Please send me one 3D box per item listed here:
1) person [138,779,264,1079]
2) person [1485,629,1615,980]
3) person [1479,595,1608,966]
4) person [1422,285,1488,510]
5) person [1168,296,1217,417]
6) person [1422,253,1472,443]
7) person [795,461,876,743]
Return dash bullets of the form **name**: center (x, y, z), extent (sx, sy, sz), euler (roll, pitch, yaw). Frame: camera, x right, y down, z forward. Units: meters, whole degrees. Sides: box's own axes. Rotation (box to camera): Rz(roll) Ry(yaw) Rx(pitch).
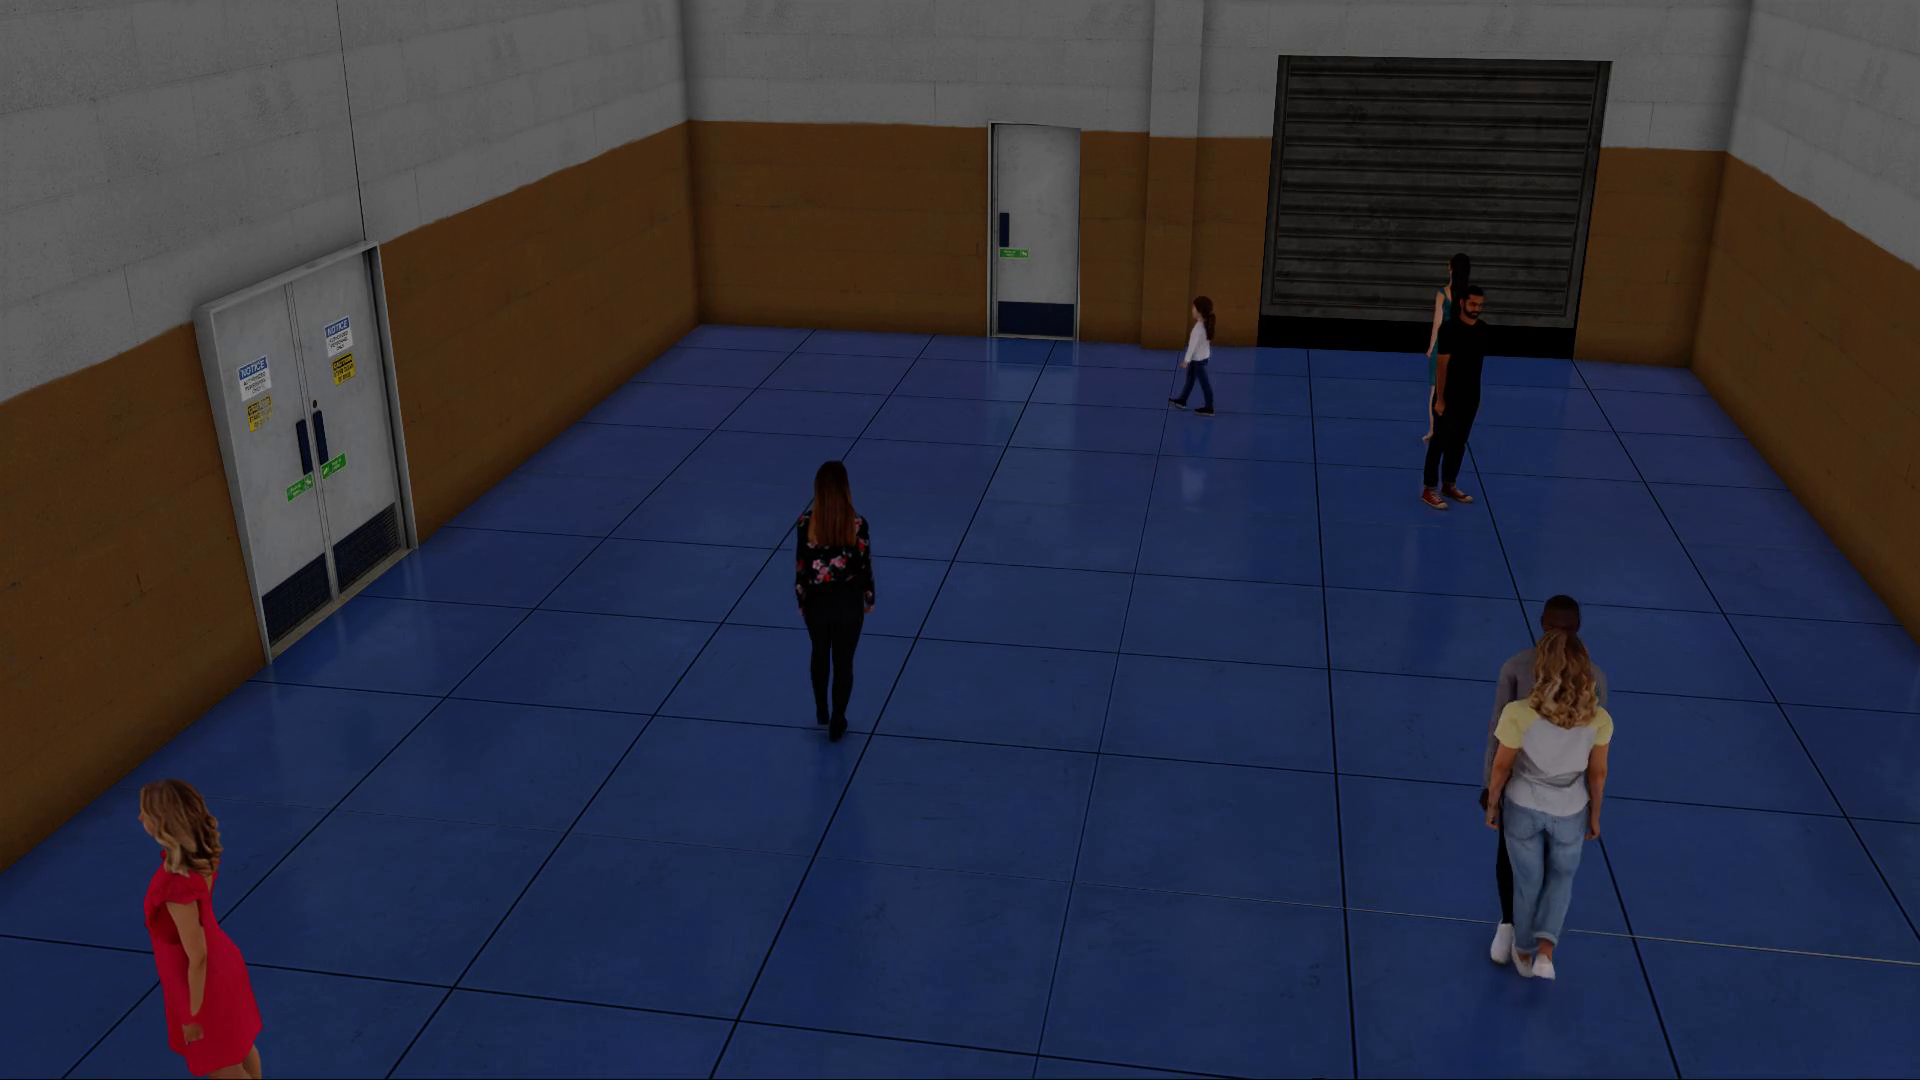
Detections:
- **person**: center (-2.776, 1.638, 6.157), extent (0.666, 1.728, 0.653), euler (-6, 23, -14)
- **person**: center (2.548, 1.219, 7.196), extent (0.656, 1.716, 0.696), euler (4, 22, 10)
- **person**: center (2.647, 1.048, 7.582), extent (0.810, 1.763, 0.799), euler (9, 23, 20)
- **person**: center (3.881, -1.134, 13.021), extent (0.696, 1.756, 0.769), euler (-13, 25, -29)
- **person**: center (2.261, -1.677, 15.262), extent (0.702, 1.092, 0.502), euler (7, 23, 17)
- **person**: center (4.247, -1.656, 14.414), extent (0.546, 1.686, 0.669), euler (-5, 22, -12)
- **person**: center (-0.721, 0.385, 9.350), extent (0.489, 1.673, 0.651), euler (2, 22, 6)
